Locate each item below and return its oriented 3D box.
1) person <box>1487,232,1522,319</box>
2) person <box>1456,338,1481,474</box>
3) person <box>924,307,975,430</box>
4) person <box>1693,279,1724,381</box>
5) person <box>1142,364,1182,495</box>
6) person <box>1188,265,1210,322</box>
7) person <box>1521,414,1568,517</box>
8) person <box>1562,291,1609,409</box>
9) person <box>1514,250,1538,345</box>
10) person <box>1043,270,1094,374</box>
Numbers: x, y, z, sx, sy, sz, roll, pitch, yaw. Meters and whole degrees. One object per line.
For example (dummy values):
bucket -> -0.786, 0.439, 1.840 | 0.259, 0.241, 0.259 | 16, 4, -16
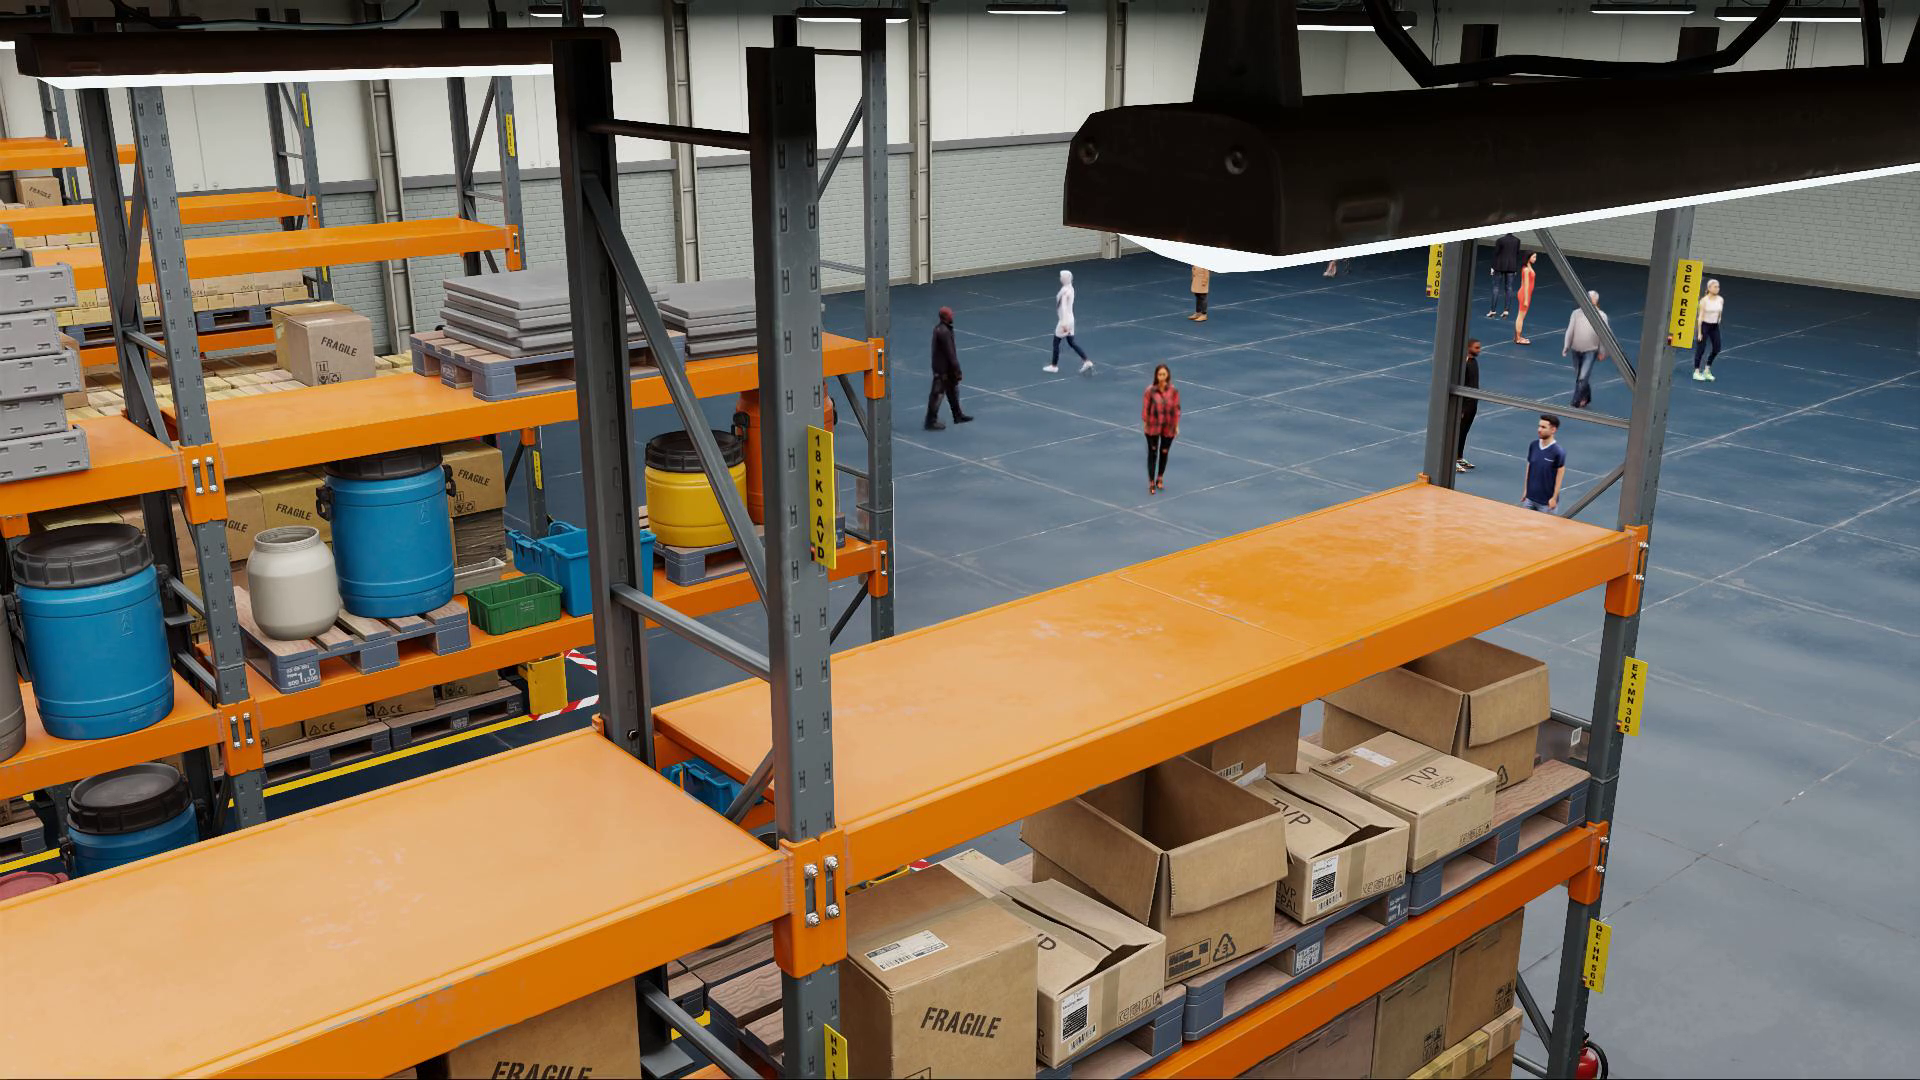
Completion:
person -> 9.810, -4.904, 30.047 | 0.817, 1.781, 0.792 | 1, 18, 2
person -> 6.798, -1.835, 22.386 | 0.713, 1.810, 0.524 | 15, 23, 38
person -> -0.351, -2.515, 24.488 | 1.157, 1.802, 1.027 | -2, 18, -6
person -> 12.402, -3.510, 27.721 | 0.706, 1.691, 0.806 | -4, 19, -13
person -> 2.591, -1.455, 21.438 | 0.961, 1.675, 0.990 | -1, 18, -2
person -> 4.776, -5.210, 32.886 | 0.729, 1.726, 0.724 | -7, 19, -20
person -> 6.365, -0.484, 18.175 | 0.620, 1.849, 0.656 | -10, 20, -27
person -> 9.620, -2.886, 25.526 | 0.788, 1.863, 1.243 | 17, 24, 41
person -> 10.428, -4.494, 30.699 | 0.726, 1.719, 0.630 | 5, 19, 16
person -> 1.876, -3.633, 28.018 | 1.039, 1.741, 1.145 | 8, 20, 22
